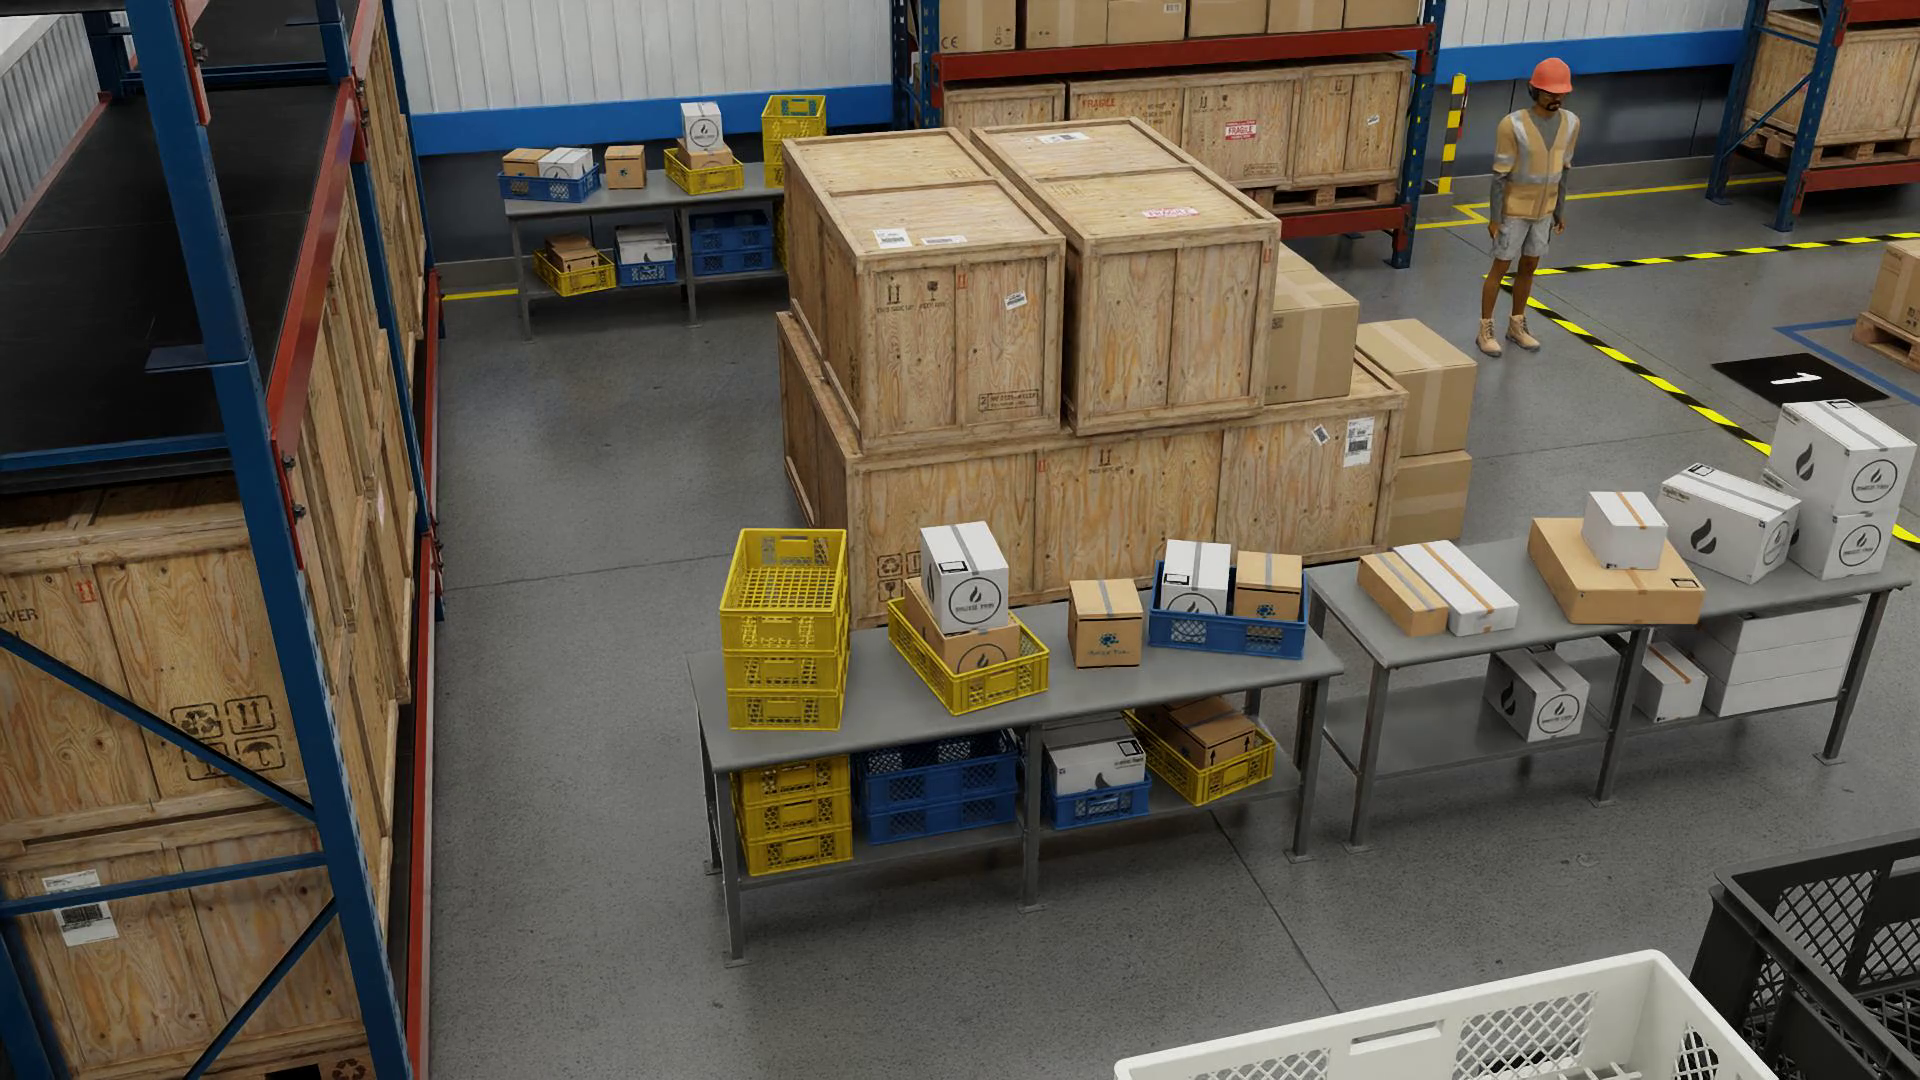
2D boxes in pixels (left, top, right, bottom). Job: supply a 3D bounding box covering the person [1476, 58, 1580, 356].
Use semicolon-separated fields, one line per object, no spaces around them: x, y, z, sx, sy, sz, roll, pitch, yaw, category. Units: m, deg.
3.900;-2.267;11.396;0.607;2.044;0.368;-9;30;-15;person
